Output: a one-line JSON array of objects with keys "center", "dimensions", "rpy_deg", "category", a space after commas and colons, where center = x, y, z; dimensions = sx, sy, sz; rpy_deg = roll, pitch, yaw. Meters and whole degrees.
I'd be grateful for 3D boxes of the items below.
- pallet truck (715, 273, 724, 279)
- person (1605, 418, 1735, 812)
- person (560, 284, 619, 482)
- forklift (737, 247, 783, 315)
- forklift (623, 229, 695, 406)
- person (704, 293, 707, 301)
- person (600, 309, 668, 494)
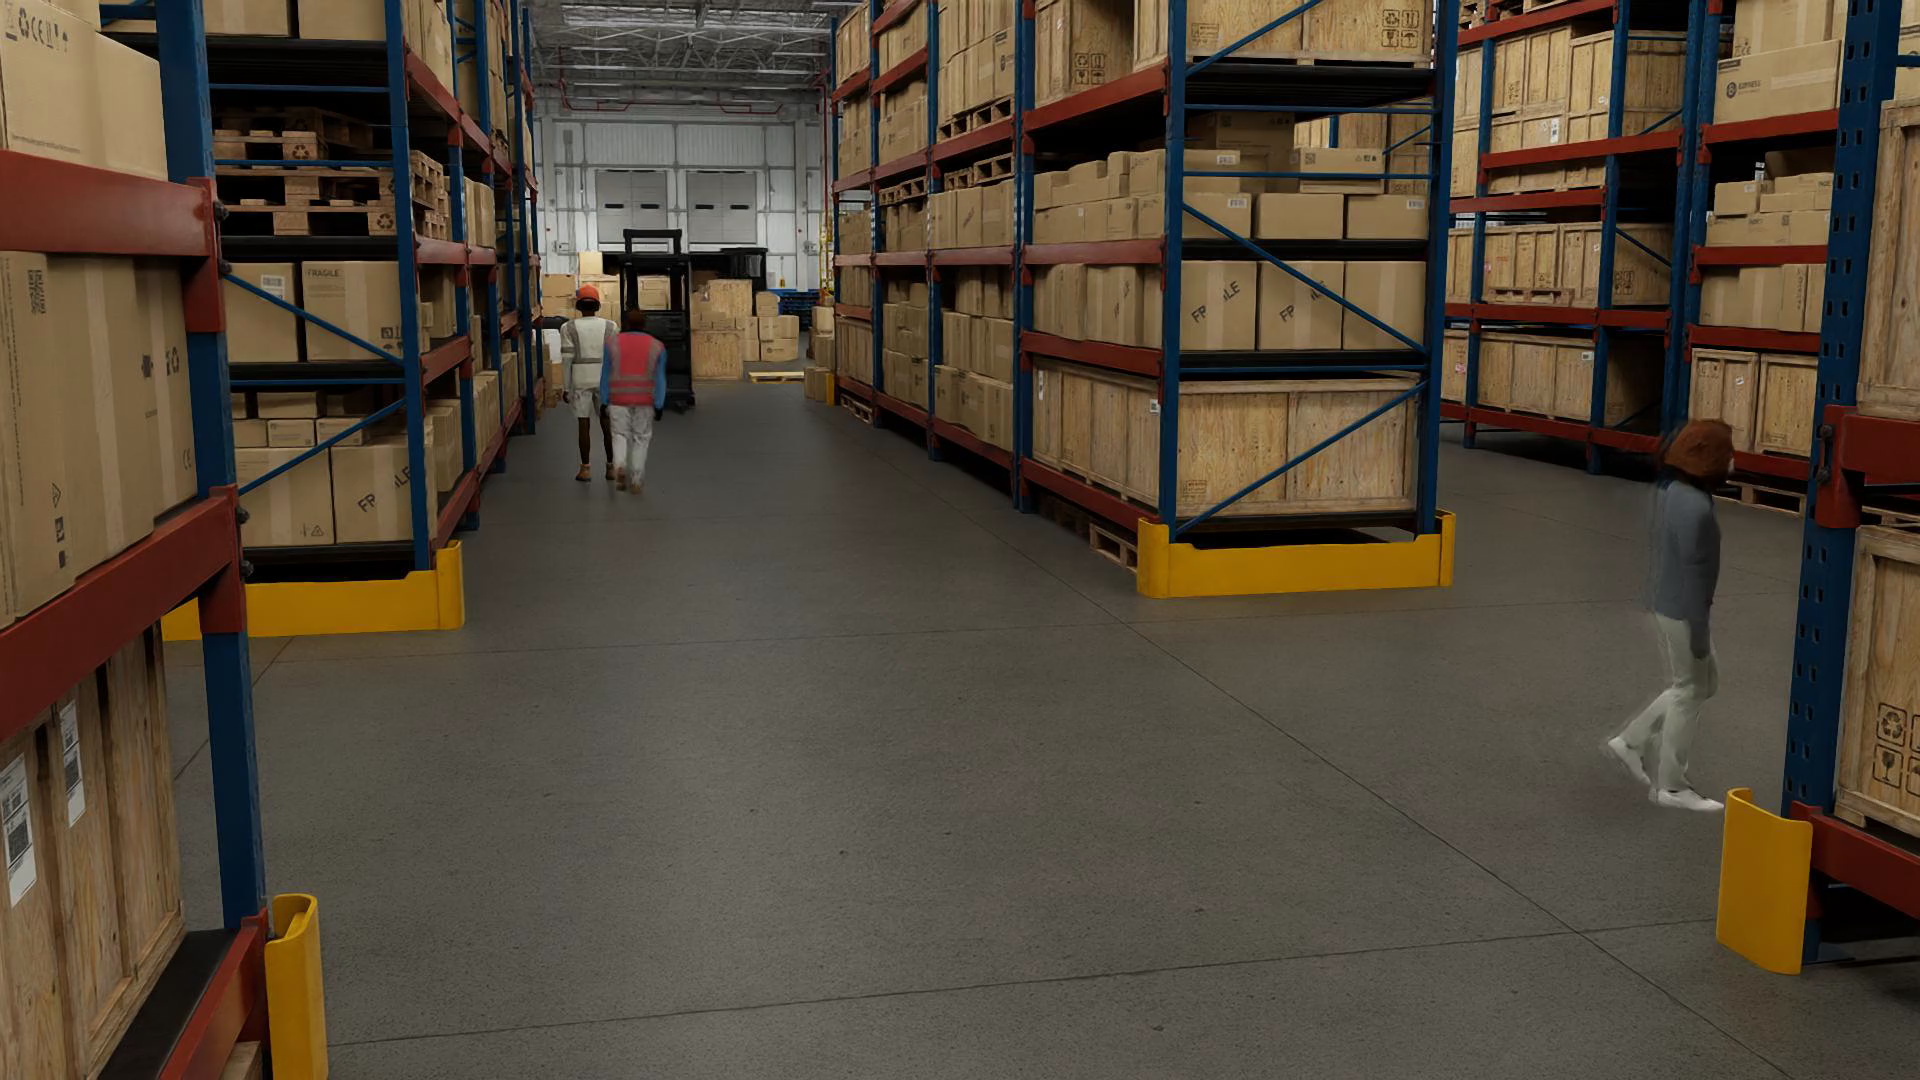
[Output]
[{"center": [-8.580, -8.986, 62.280], "dimensions": [1.885, 1.965, 0.823], "rpy_deg": [1, 9, 5], "category": "pallet truck"}, {"center": [2.952, 0.307, 6.779], "dimensions": [0.397, 1.617, 0.523], "rpy_deg": [3, 10, 17], "category": "person"}, {"center": [-3.836, -1.624, 17.266], "dimensions": [0.609, 2.044, 0.397], "rpy_deg": [-4, 10, -21], "category": "person"}, {"center": [-6.372, -7.628, 51.320], "dimensions": [1.129, 2.768, 1.873], "rpy_deg": [-7, 12, -38], "category": "forklift"}, {"center": [-4.928, -3.613, 26.844], "dimensions": [1.129, 2.768, 1.873], "rpy_deg": [-2, 10, -12], "category": "forklift"}, {"center": [-6.184, -5.624, 42.059], "dimensions": [0.592, 1.915, 0.391], "rpy_deg": [-5, 11, -30], "category": "person"}, {"center": [-3.176, -1.336, 16.245], "dimensions": [0.667, 1.813, 0.511], "rpy_deg": [-2, 9, -10], "category": "person"}]
